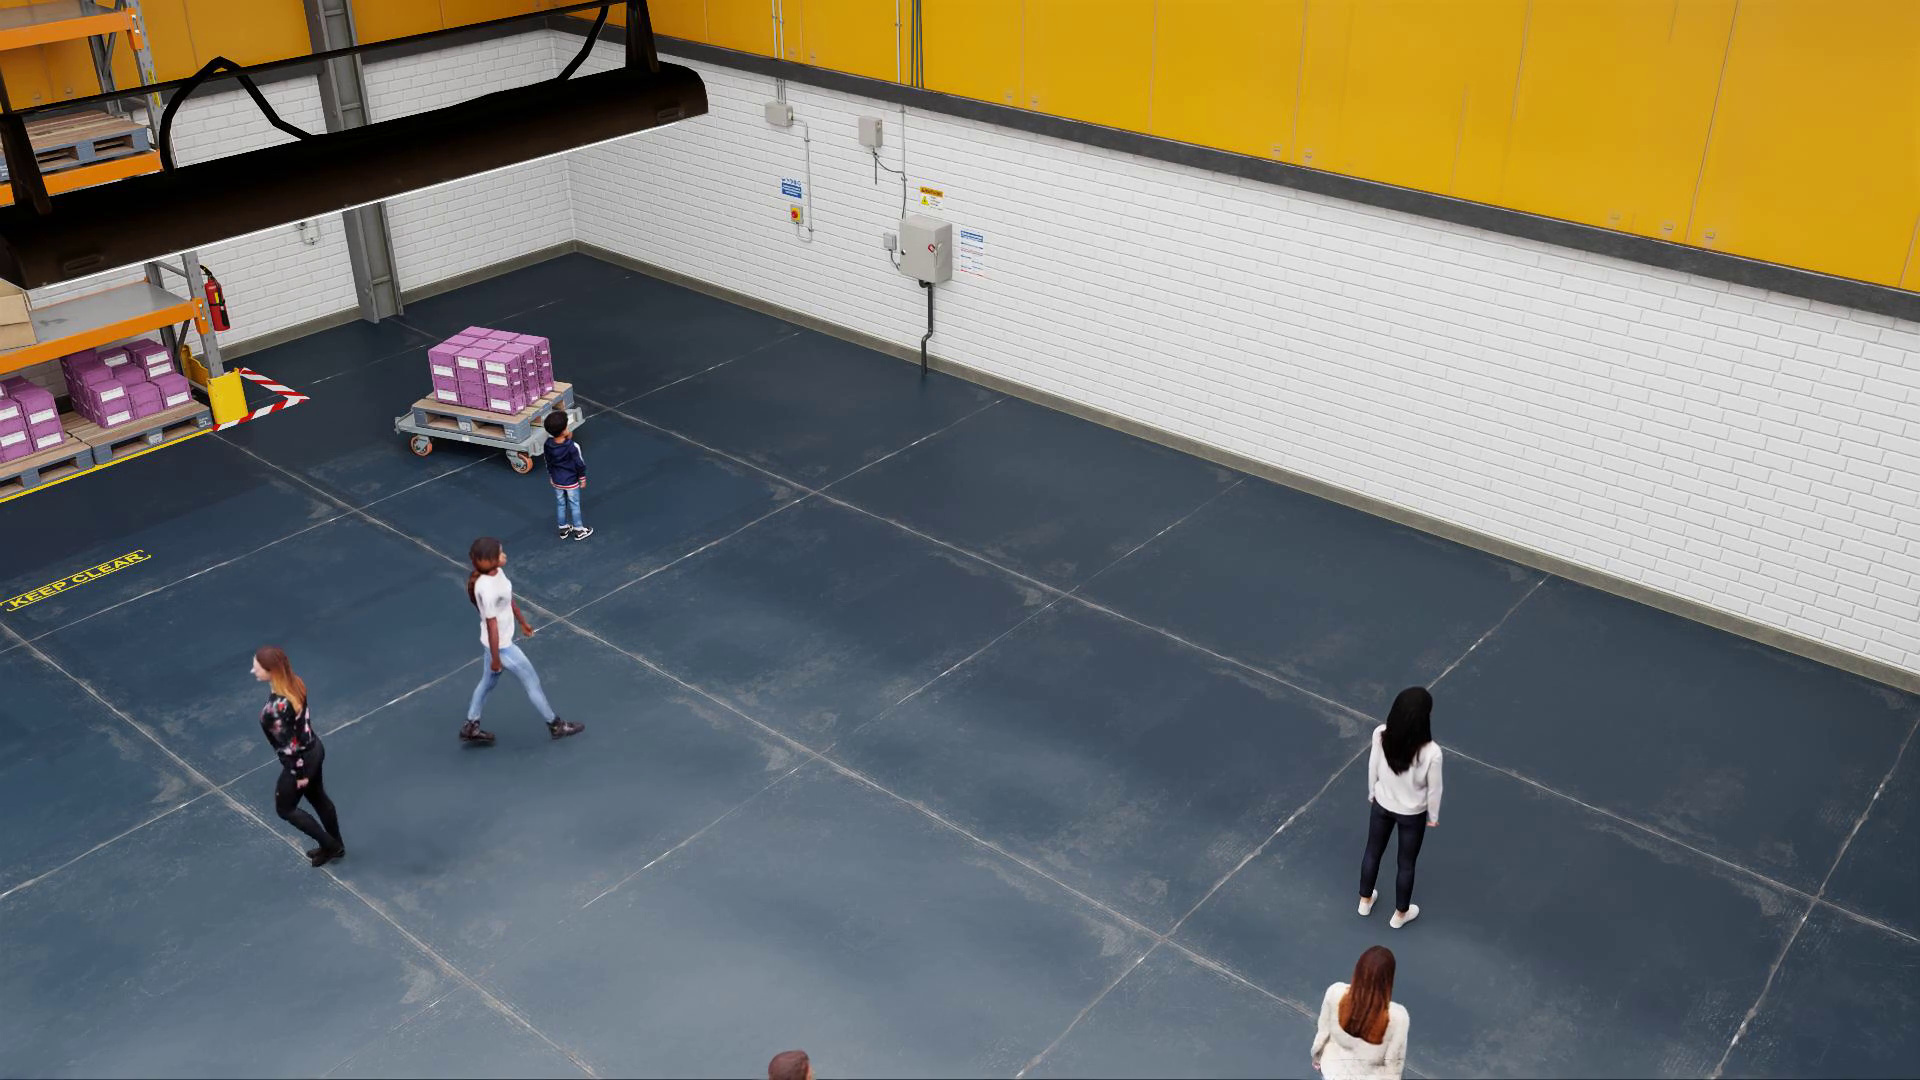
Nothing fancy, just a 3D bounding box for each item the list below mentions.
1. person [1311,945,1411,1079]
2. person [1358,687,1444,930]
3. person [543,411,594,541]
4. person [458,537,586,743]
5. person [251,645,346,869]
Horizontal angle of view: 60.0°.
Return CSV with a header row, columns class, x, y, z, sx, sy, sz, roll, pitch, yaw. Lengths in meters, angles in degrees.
class,x,y,z,sx,sy,sz,roll,pitch,yaw
person,1.915,2.718,8.162,0.725,1.661,1.133,16,32,27
person,2.676,1.618,10.136,0.623,1.701,0.570,19,34,31
person,-3.481,-0.571,14.652,0.585,1.220,0.593,9,30,15
person,-3.325,0.749,11.755,1.183,1.676,1.006,-7,29,-13
person,-4.119,1.381,10.601,0.770,1.672,0.709,-2,29,-4
